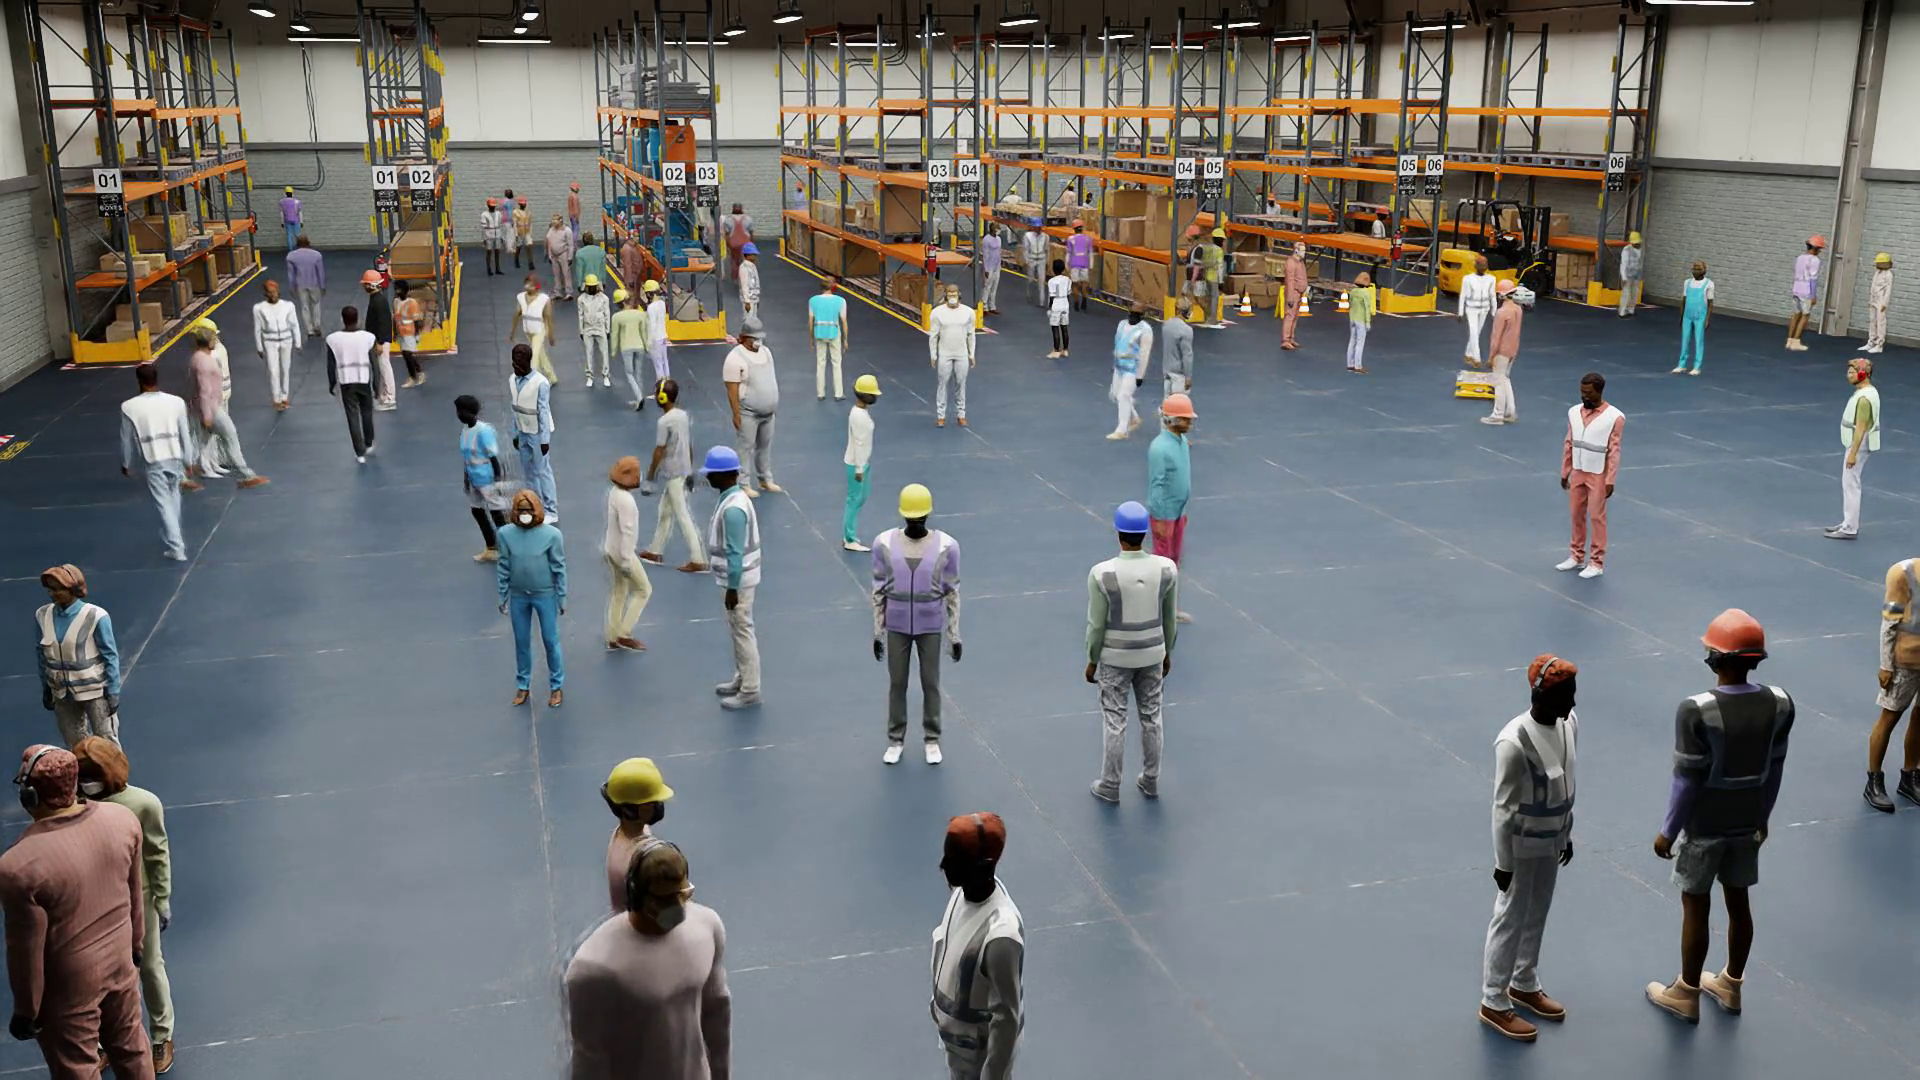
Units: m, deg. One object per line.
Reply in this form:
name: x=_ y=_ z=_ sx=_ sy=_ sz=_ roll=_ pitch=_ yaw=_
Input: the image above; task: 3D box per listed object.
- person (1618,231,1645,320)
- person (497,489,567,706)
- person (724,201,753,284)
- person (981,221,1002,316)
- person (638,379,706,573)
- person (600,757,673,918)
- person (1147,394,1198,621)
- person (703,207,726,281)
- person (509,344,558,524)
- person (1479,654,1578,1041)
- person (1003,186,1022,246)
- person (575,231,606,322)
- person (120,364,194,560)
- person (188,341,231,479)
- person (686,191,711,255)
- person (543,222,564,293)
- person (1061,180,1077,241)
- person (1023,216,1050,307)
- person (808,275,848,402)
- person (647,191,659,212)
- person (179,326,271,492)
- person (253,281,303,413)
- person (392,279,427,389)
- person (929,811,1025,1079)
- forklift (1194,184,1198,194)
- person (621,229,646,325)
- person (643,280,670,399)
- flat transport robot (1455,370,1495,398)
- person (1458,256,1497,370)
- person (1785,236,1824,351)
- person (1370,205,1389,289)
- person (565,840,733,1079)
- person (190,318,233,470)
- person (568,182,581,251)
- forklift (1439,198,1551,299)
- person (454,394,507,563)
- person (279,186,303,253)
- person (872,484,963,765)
person: x=13.447 y=-5.288 z=33.316 sx=0.615 sy=1.790 sz=0.502 roll=-7 pitch=16 yaw=-24
person: x=-3.117 y=0.420 z=12.155 sx=0.502 sy=1.629 sz=0.277 roll=1 pitch=15 yaw=4
person: x=-5.250 y=-7.082 z=39.588 sx=0.679 sy=2.000 sz=0.957 roll=-1 pitch=15 yaw=-5
person: x=0.656 y=-5.553 z=34.054 sx=0.383 sy=1.931 sz=0.630 roll=9 pitch=17 yaw=31
person: x=-2.800 y=-0.593 z=15.583 sx=0.907 sy=1.834 sz=0.516 roll=3 pitch=15 yaw=12
person: x=-1.315 y=1.740 z=6.913 sx=0.306 sy=1.770 sz=0.525 roll=-2 pitch=15 yaw=-7
person: x=1.768 y=-0.244 z=13.950 sx=0.402 sy=1.990 sz=0.623 roll=8 pitch=17 yaw=29
person: x=-5.999 y=-7.235 z=40.627 sx=0.658 sy=1.794 sz=0.928 roll=6 pitch=16 yaw=20
person: x=-4.457 y=-1.107 z=17.367 sx=0.586 sy=1.910 sz=0.396 roll=12 pitch=19 yaw=39
person: x=2.709 y=1.434 z=7.862 sx=0.568 sy=1.880 sz=0.356 roll=-13 pitch=19 yaw=-39
person: x=1.582 y=-9.770 z=50.178 sx=0.653 sy=1.797 sz=0.631 roll=3 pitch=15 yaw=10
person: x=-6.957 y=-4.852 z=31.419 sx=0.630 sy=1.933 sz=0.374 roll=-13 pitch=19 yaw=-39
person: x=-7.845 y=-0.779 z=16.219 sx=0.985 sy=1.864 sz=0.595 roll=13 pitch=20 yaw=40
person: x=-8.843 y=-1.539 z=19.510 sx=0.314 sy=1.634 sz=0.515 roll=-1 pitch=15 yaw=-2
person: x=-7.320 y=-8.738 z=46.046 sx=1.000 sy=1.939 sz=0.620 roll=-9 pitch=17 yaw=-31
person: x=-9.314 y=-6.535 z=38.378 sx=0.530 sy=1.598 sz=0.849 roll=2 pitch=15 yaw=7
person: x=3.360 y=-10.072 z=51.057 sx=0.382 sy=1.924 sz=0.594 roll=-13 pitch=20 yaw=-41
person: x=1.627 y=-5.987 z=35.714 sx=0.604 sy=1.922 sz=0.890 roll=-1 pitch=15 yaw=-5
person: x=-1.933 y=-2.945 z=24.399 sx=0.571 sy=1.840 sz=0.373 roll=2 pitch=15 yaw=8
person: x=-8.736 y=-8.884 z=46.749 sx=0.634 sy=1.841 sz=0.429 roll=10 pitch=18 yaw=34
person: x=-8.463 y=-1.472 z=18.784 sx=1.005 sy=1.891 sz=0.644 roll=-8 pitch=17 yaw=-28
person: x=-9.661 y=-2.740 z=23.634 sx=0.583 sy=1.836 sz=0.968 roll=-9 pitch=18 yaw=-32
person: x=-8.486 y=-3.152 z=25.474 sx=0.544 sy=1.681 sz=0.366 roll=11 pitch=19 yaw=36
person: x=0.054 y=1.881 z=6.164 sx=0.355 sy=1.883 sz=0.576 roll=-4 pitch=15 yaw=-16
forklift: x=7.392 y=-11.333 z=53.972 sx=1.873 sy=2.768 sz=1.129 roll=-4 pitch=15 yaw=-15
person: x=-6.343 y=-5.095 z=32.395 sx=0.400 sy=1.900 sz=0.650 roll=1 pitch=15 yaw=4
person: x=-4.505 y=-2.971 z=24.645 sx=0.314 sy=1.768 sz=0.522 roll=3 pitch=15 yaw=11
flat transport robot: x=7.878 y=-2.369 z=25.244 sx=0.652 sy=0.197 sz=1.431 roll=5 pitch=16 yaw=17
person: x=8.587 y=-3.787 z=27.591 sx=0.593 sy=1.838 sz=0.976 roll=-2 pitch=15 yaw=-6
person: x=14.890 y=-4.351 z=29.356 sx=0.523 sy=2.014 sz=0.640 roll=-1 pitch=15 yaw=-5
person: x=9.802 y=-6.842 z=38.886 sx=0.378 sy=1.932 sz=0.551 roll=5 pitch=16 yaw=18
person: x=-1.061 y=1.943 z=5.843 sx=0.462 sy=1.926 sz=0.659 roll=13 pitch=20 yaw=41
person: x=-8.905 y=-1.725 z=19.821 sx=0.403 sy=1.837 sz=0.591 roll=-2 pitch=15 yaw=-8
person: x=-11.252 y=-9.476 z=48.703 sx=0.406 sy=1.985 sz=0.619 roll=-6 pitch=16 yaw=-22
forklift: x=11.913 y=-6.508 z=37.130 sx=2.313 sy=2.155 sz=1.214 roll=-4 pitch=15 yaw=-15
person: x=-4.464 y=-0.538 z=15.694 sx=0.328 sy=1.662 sz=0.681 roll=-13 pitch=20 yaw=-41
person: x=-19.015 y=-9.077 z=47.309 sx=0.589 sy=1.927 sz=0.386 roll=-5 pitch=16 yaw=-18
person: x=-0.285 y=0.556 z=11.067 sx=0.604 sy=1.925 sz=0.377 roll=1 pitch=15 yaw=5
